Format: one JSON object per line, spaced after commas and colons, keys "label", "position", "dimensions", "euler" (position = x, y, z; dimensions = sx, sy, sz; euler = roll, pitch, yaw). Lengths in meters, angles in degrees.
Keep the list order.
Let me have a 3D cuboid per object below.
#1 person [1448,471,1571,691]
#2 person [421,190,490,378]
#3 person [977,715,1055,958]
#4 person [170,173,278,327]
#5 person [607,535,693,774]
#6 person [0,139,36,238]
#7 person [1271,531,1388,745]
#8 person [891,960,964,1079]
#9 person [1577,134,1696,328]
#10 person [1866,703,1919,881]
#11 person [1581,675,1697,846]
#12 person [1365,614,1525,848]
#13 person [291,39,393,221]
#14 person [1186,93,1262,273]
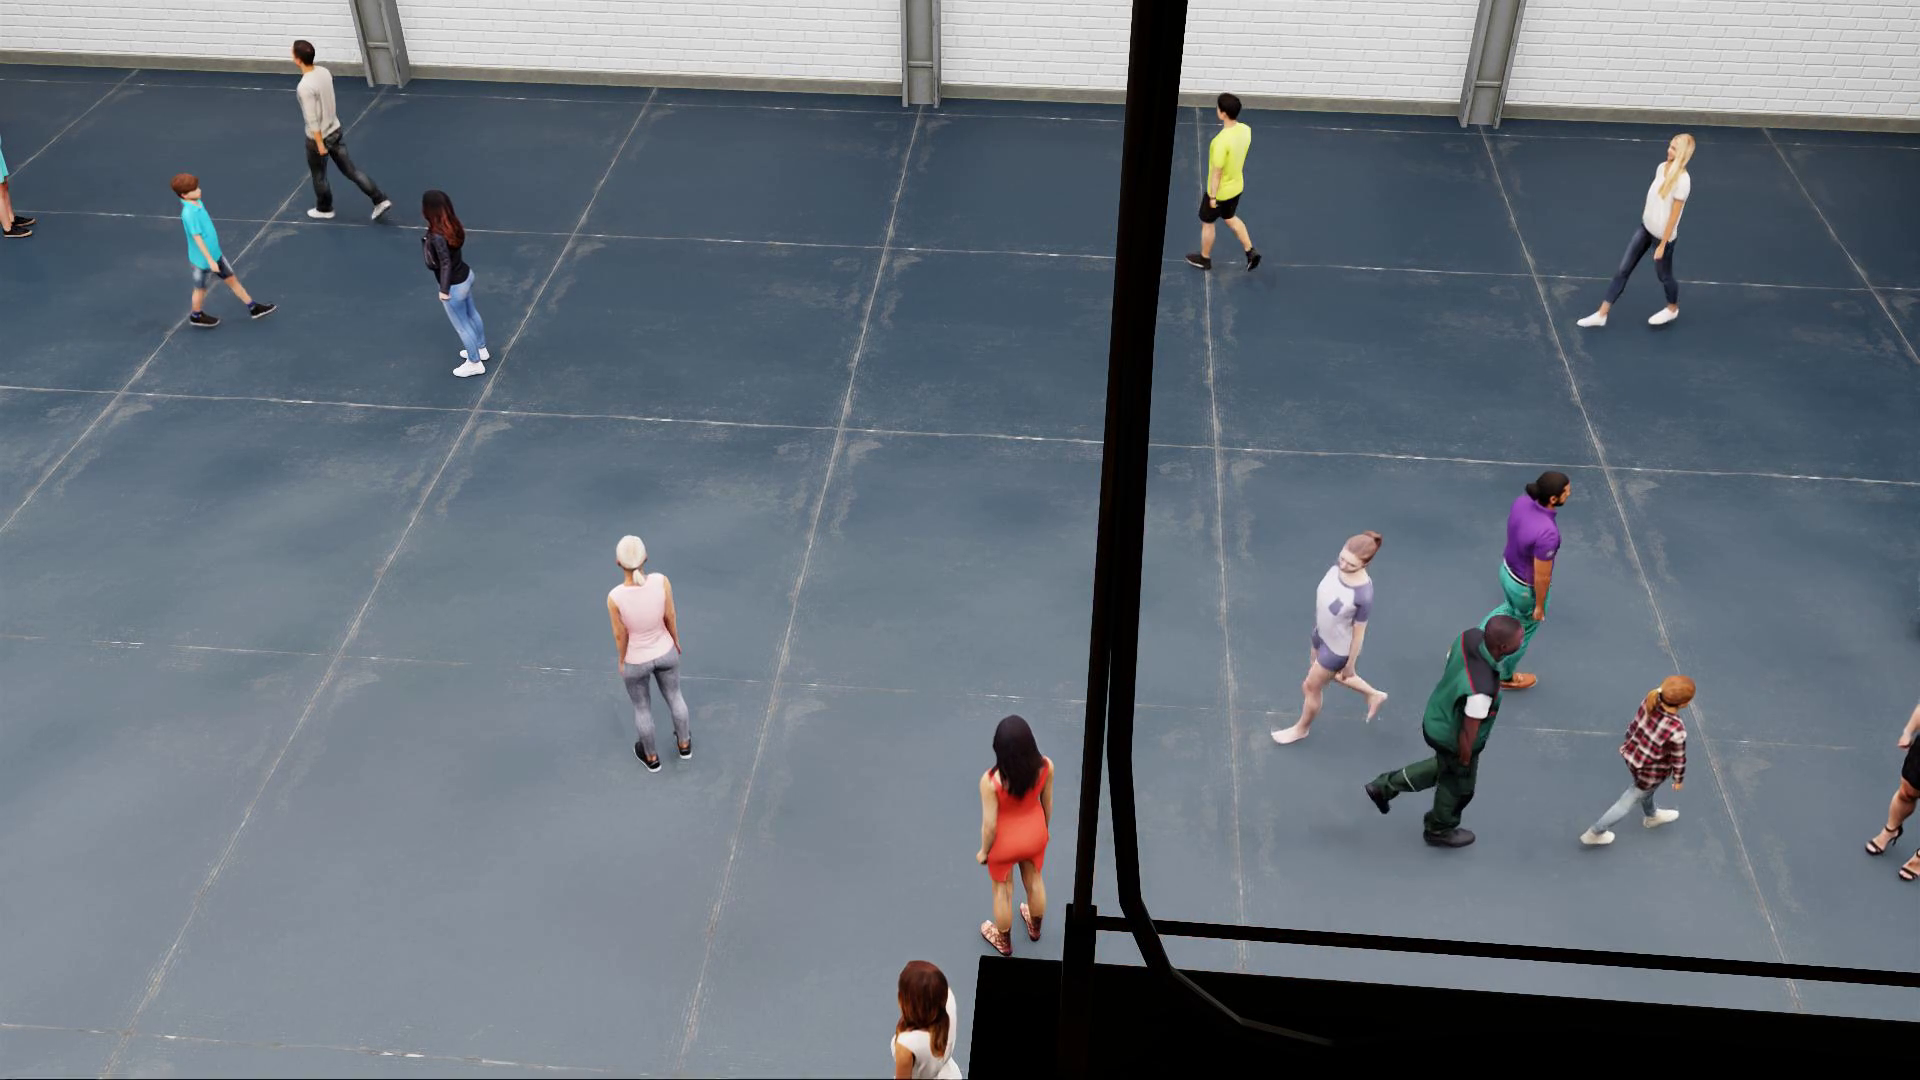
{"label": "person", "position": [3.467, 0.275, 10.464], "dimensions": [0.908, 1.760, 0.770], "euler": [-7, 39, -8]}
{"label": "person", "position": [-4.121, -2.107, 13.548], "dimensions": [0.551, 1.633, 0.634], "euler": [1, 39, 2]}
{"label": "person", "position": [0.299, 1.589, 8.853], "dimensions": [0.625, 1.718, 0.727], "euler": [-17, 42, -20]}
{"label": "person", "position": [-6.485, -2.427, 14.129], "dimensions": [0.995, 1.409, 0.650], "euler": [-3, 39, -4]}
{"label": "person", "position": [-1.870, 0.686, 9.978], "dimensions": [0.596, 1.725, 0.693], "euler": [-18, 42, -21]}
{"label": "person", "position": [-9.042, -3.581, 15.454], "dimensions": [0.643, 1.558, 0.621], "euler": [-9, 39, -11]}
{"label": "person", "position": [2.355, 0.618, 10.060], "dimensions": [1.007, 1.728, 0.751], "euler": [-3, 39, -3]}
{"label": "person", "position": [-0.123, 2.535, 7.617], "dimensions": [0.658, 1.782, 0.653], "euler": [21, 43, 24]}
{"label": "person", "position": [5.950, -2.545, 13.994], "dimensions": [1.212, 1.763, 0.858], "euler": [-7, 39, -9]}
{"label": "person", "position": [5.527, 1.220, 9.321], "dimensions": [0.789, 1.709, 0.749], "euler": [-22, 44, -25]}
{"label": "person", "position": [3.908, 1.299, 9.572], "dimensions": [0.962, 1.274, 0.716], "euler": [-8, 39, -10]}
{"label": "person", "position": [2.731, 1.087, 9.399], "dimensions": [0.883, 1.821, 0.702], "euler": [1, 39, 1]}
{"label": "person", "position": [-5.835, -3.785, 15.529], "dimensions": [1.163, 1.784, 0.775], "euler": [9, 39, 11]}
{"label": "person", "position": [2.425, -3.136, 14.792], "dimensions": [0.970, 1.689, 1.050], "euler": [-31, 48, -33]}
